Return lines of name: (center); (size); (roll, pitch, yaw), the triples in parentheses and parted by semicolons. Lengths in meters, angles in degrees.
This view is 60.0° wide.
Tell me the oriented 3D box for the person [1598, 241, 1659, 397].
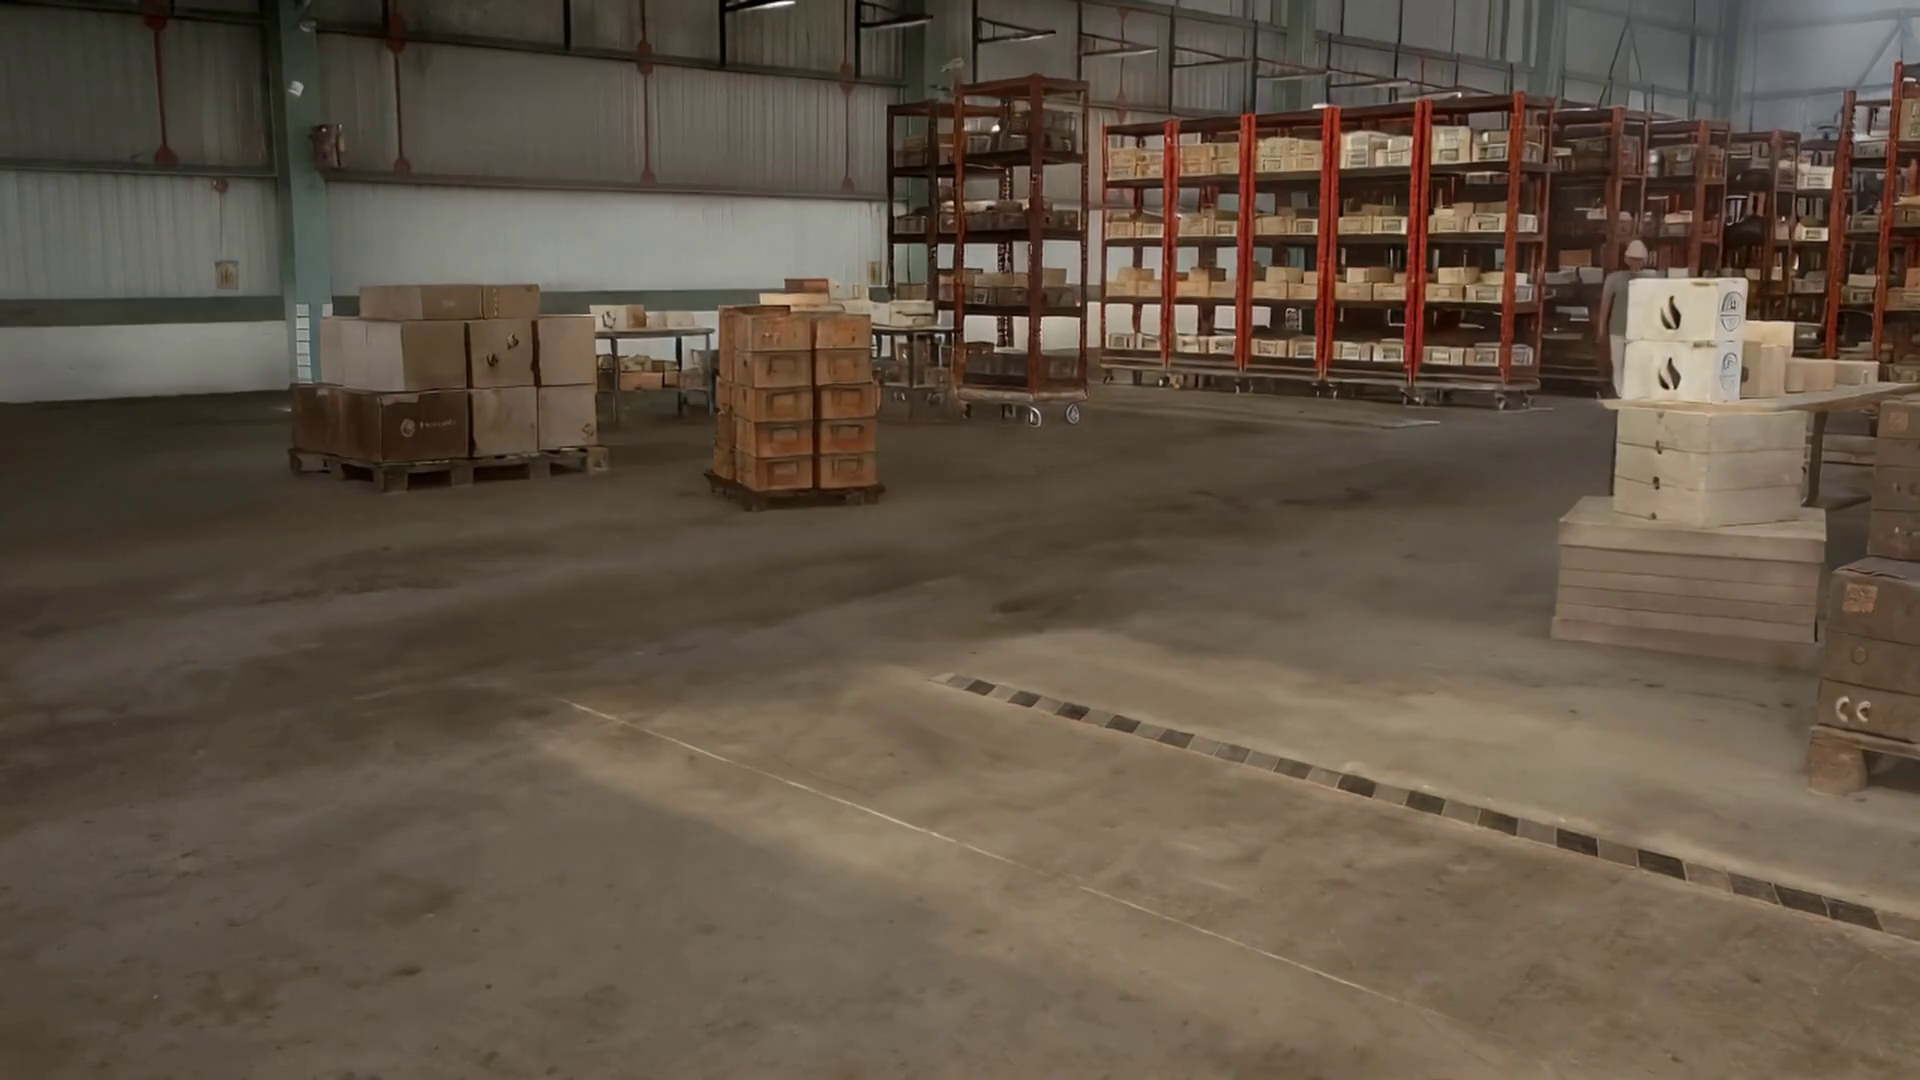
person: (7.598, -2.408, 18.892); (0.616, 1.959, 0.972); (5, 11, 27)
